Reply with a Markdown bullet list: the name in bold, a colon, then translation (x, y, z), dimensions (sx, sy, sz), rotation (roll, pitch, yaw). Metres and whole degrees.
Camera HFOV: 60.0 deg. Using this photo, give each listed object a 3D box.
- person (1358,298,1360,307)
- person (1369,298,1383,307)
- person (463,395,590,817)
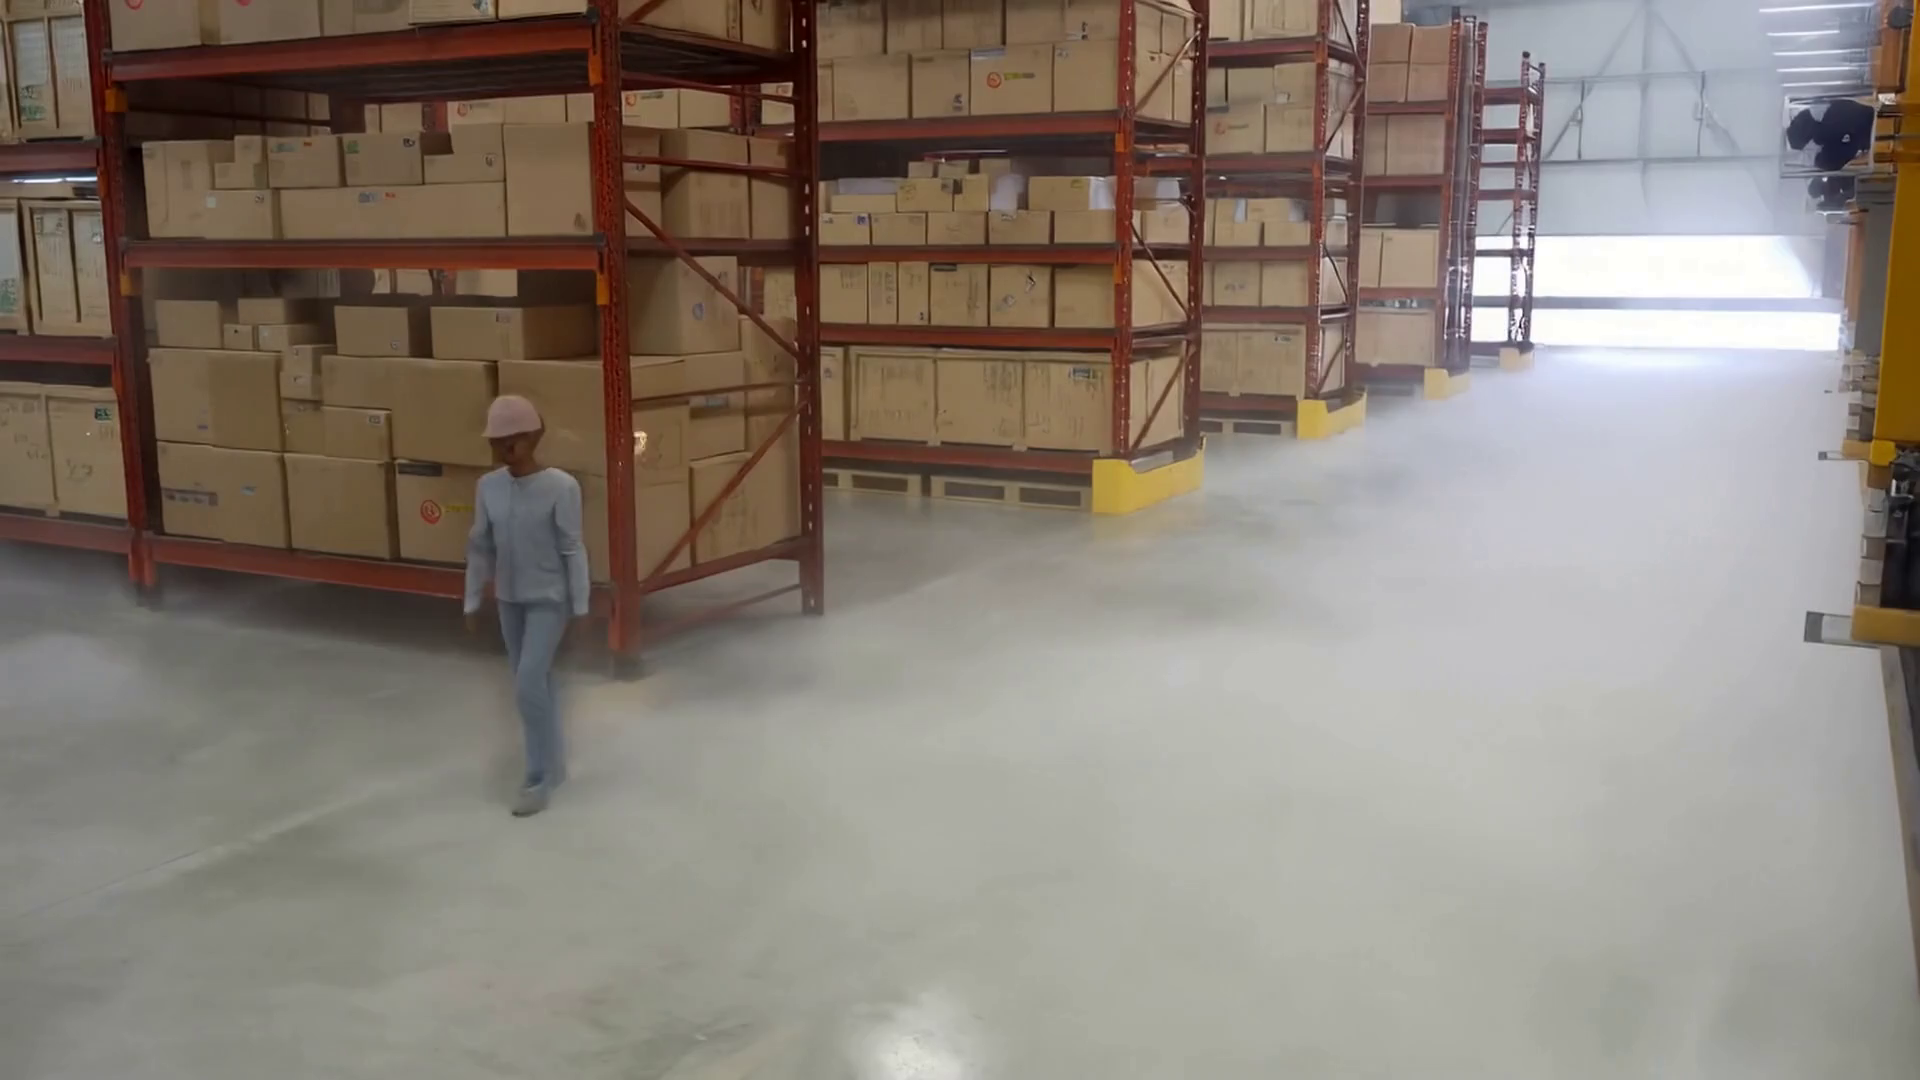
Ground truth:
- **person**: translation (9.297, -5.390, 39.746), dimensions (0.487, 1.741, 0.314), rotation (3, 10, 19)
- **person**: translation (9.765, -5.278, 39.085), dimensions (0.337, 1.743, 0.560), rotation (3, 10, 15)
- **person**: translation (-1.859, 0.271, 6.966), dimensions (0.547, 1.743, 0.671), rotation (4, 11, 24)
